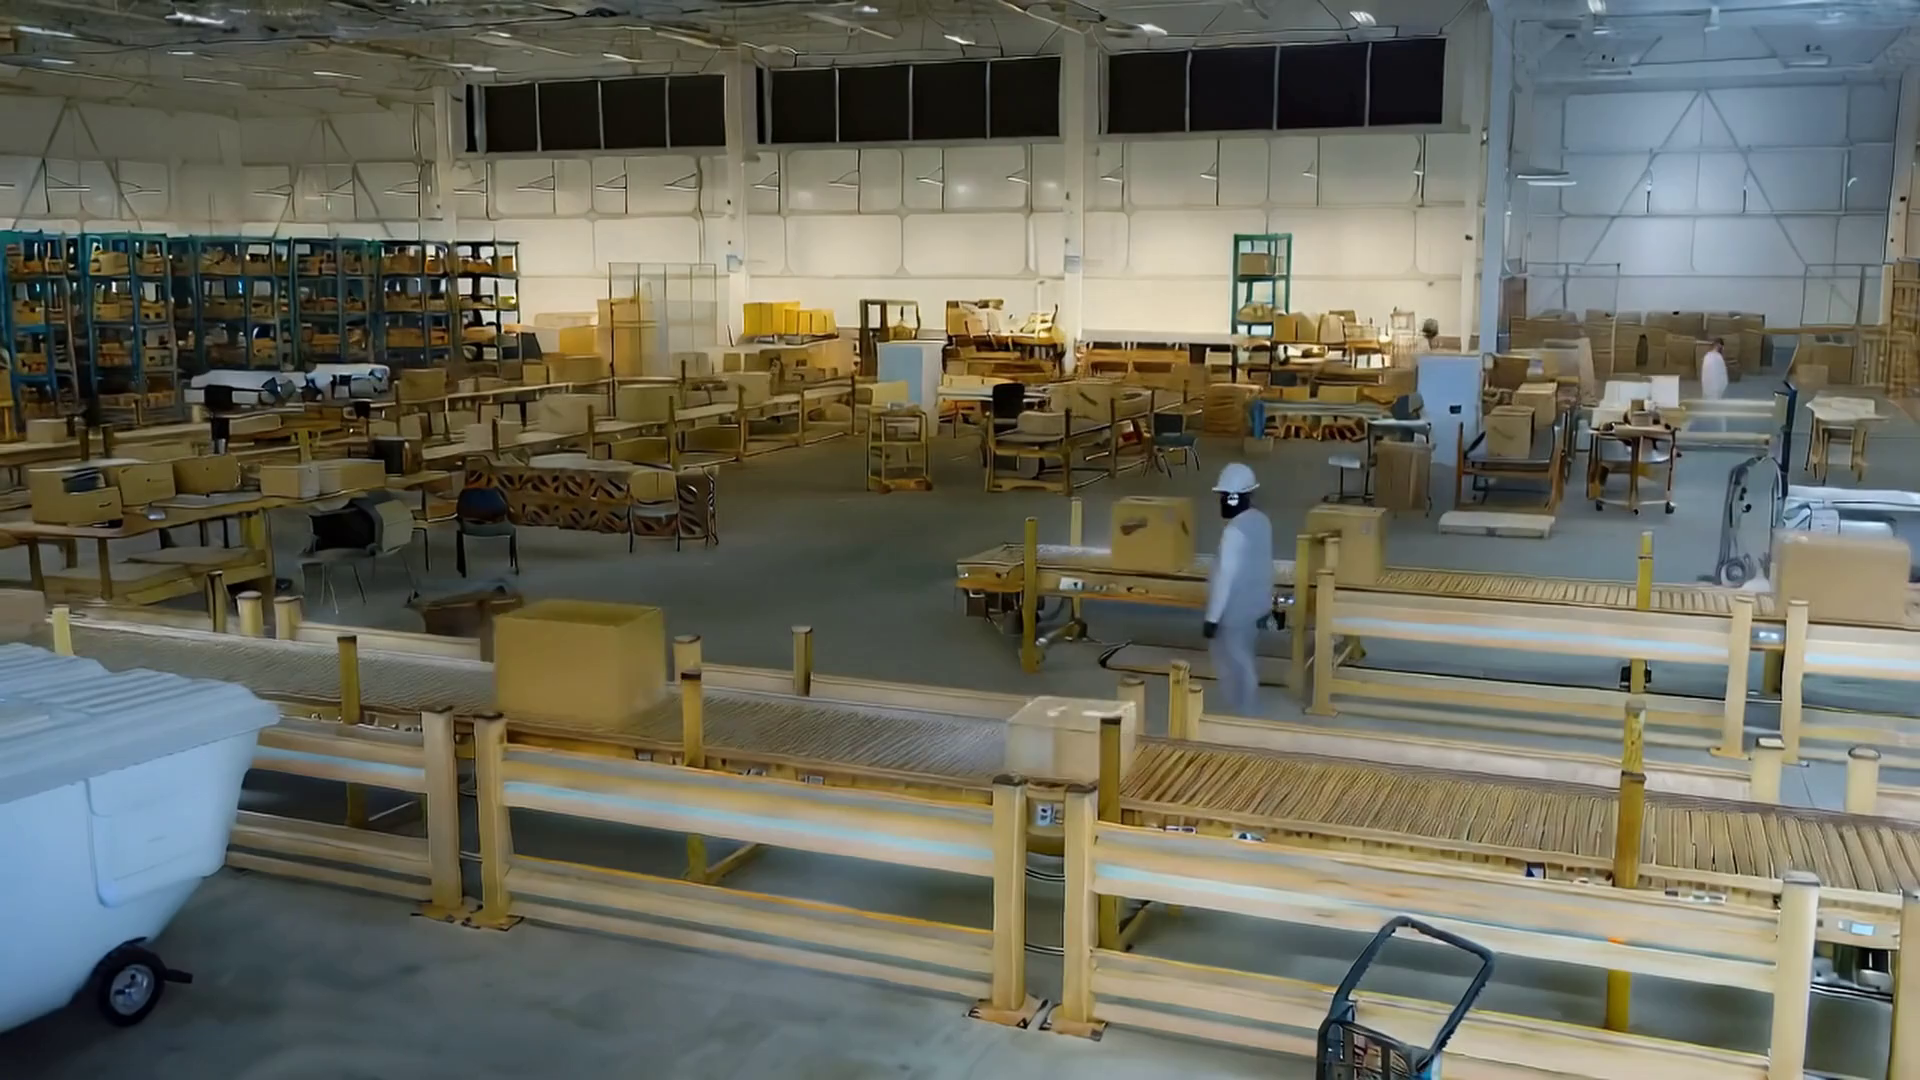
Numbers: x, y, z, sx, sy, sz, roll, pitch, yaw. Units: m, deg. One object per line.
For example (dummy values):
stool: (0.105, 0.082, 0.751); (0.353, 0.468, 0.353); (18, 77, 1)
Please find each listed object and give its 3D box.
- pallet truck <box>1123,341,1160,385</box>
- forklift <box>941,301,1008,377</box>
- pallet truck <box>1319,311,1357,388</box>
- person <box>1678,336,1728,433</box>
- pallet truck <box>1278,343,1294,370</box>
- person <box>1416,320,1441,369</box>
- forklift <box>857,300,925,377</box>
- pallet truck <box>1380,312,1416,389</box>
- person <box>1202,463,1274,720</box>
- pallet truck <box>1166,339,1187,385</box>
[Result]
pallet truck: (4.445, -4.380, 41.279); (0.680, 1.201, 1.601); (4, 10, 22)
forklift: (0.365, -4.966, 41.571); (1.157, 1.987, 2.680); (3, 10, 20)
pallet truck: (9.071, -4.419, 39.190); (0.823, 1.965, 1.885); (5, 10, 26)
person: (12.493, -2.470, 27.769); (0.880, 1.874, 0.646); (6, 11, 33)
pallet truck: (7.886, -4.163, 39.743); (0.653, 1.274, 1.630); (4, 10, 22)
person: (9.258, -3.432, 33.320); (0.637, 1.982, 1.058); (-6, 11, -33)
forklift: (-1.732, -5.109, 42.468); (1.157, 1.987, 2.680); (4, 10, 22)
pallet truck: (10.207, -4.283, 38.369); (0.823, 1.965, 1.885); (3, 10, 20)
person: (1.692, 0.424, 10.408); (0.558, 1.813, 0.597); (4, 10, 24)
pallet truck: (5.418, -4.269, 40.420); (0.704, 1.261, 1.522); (3, 10, 20)
